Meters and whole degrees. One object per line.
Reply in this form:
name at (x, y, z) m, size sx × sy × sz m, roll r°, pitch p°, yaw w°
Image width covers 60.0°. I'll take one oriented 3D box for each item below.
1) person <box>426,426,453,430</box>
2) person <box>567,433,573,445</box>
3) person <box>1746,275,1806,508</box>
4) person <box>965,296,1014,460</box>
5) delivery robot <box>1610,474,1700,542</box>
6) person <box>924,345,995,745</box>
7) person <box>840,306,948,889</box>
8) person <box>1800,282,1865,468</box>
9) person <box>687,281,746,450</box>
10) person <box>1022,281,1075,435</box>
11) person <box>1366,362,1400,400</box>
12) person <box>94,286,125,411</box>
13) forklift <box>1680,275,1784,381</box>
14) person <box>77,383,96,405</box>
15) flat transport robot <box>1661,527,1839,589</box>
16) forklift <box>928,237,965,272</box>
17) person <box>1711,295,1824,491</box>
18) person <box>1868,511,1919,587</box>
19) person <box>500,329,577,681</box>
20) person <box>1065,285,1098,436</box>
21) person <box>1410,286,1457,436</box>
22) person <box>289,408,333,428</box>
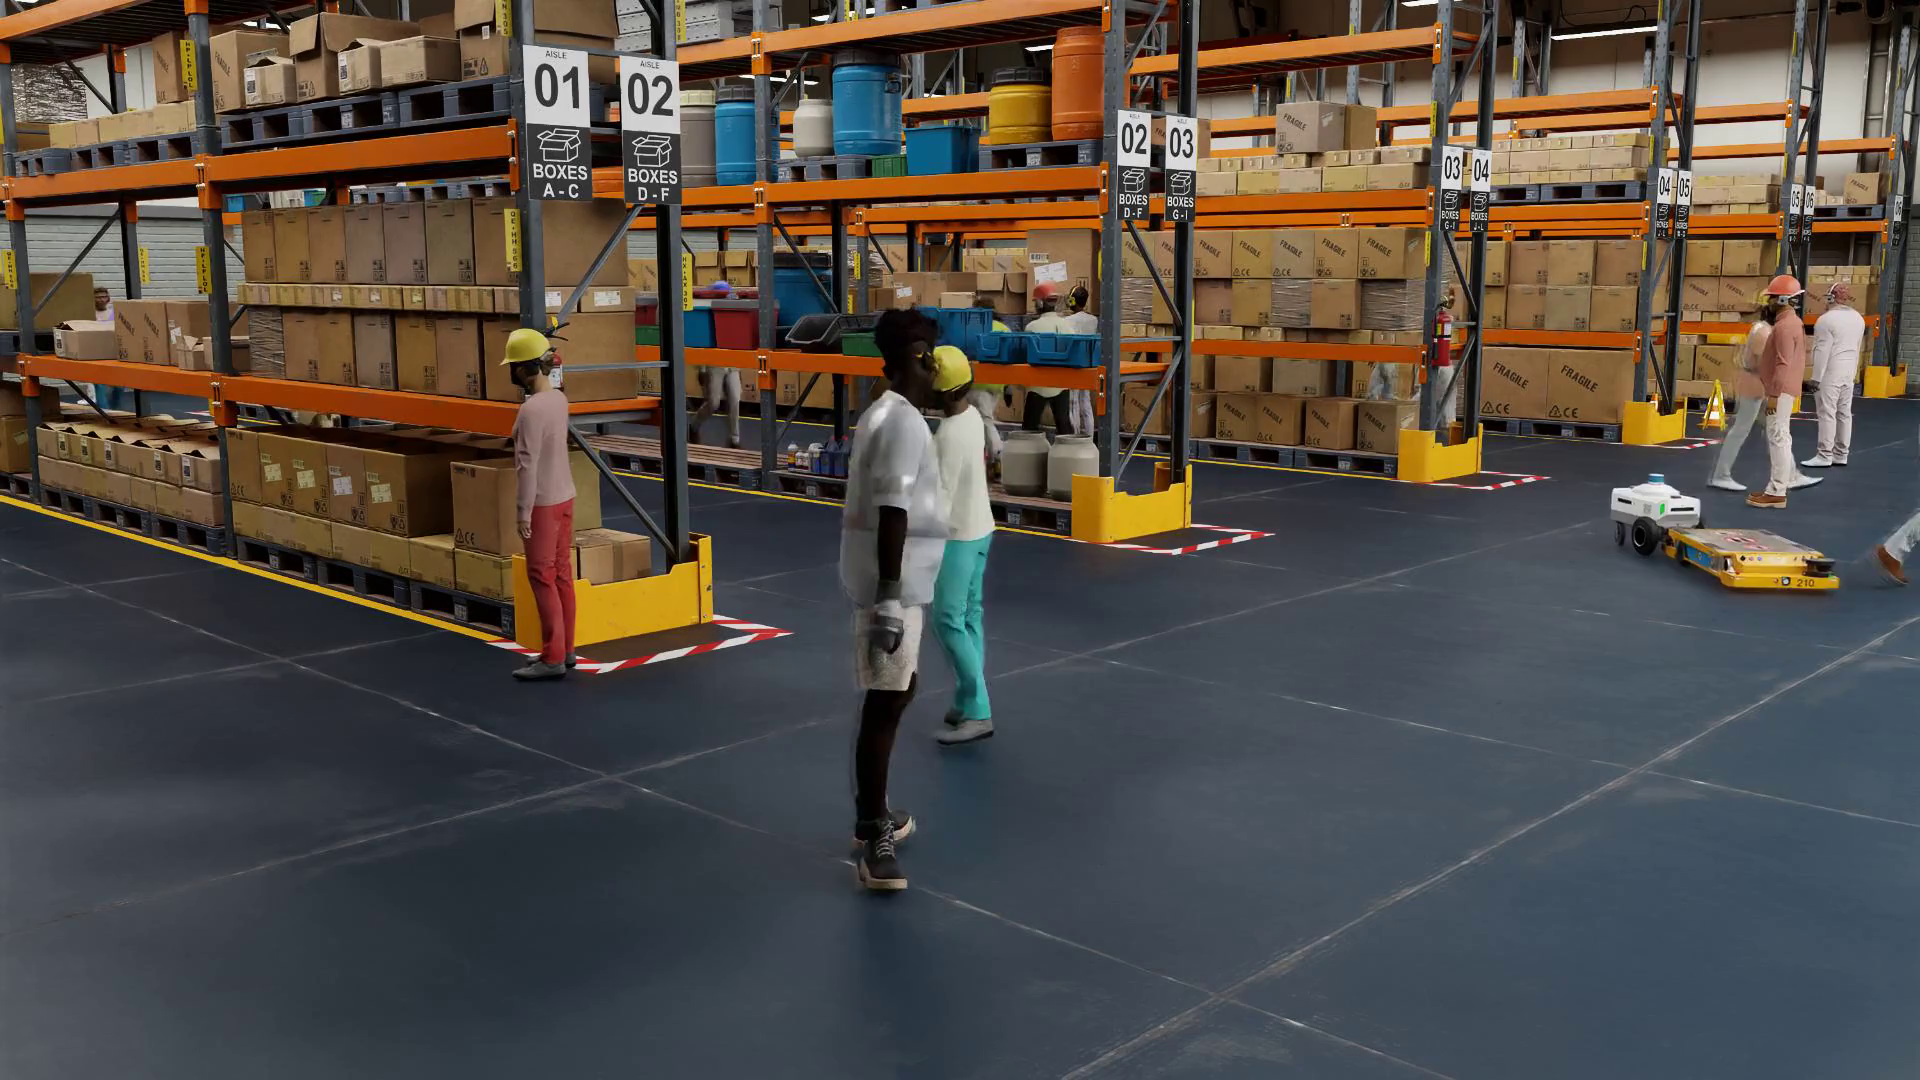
person at (-4.722, -1.274, 15.262) m, size 0.565 × 1.677 × 0.552 m, roll 9°, pitch 13°, yaw 44°
person at (-3.760, -1.389, 15.366) m, size 0.557 × 1.883 × 0.821 m, roll -6°, pitch 11°, yaw -34°
person at (7.090, -1.287, 14.414) m, size 0.382 × 1.995 × 0.612 m, roll 5°, pitch 11°, yaw 30°
person at (0.252, -1.475, 16.203) m, size 0.620 × 1.801 × 0.956 m, roll -8°, pitch 12°, yaw -39°
delivery robot at (5.123, -0.245, 12.272) m, size 0.477 × 0.478 × 0.707 m, roll -2°, pitch 9°, yaw -9°
person at (0.006, 0.018, 7.256) m, size 0.354 × 1.726 × 0.629 m, roll 3°, pitch 10°, yaw 16°
person at (-0.220, 0.180, 5.670) m, size 0.370 × 1.929 × 0.759 m, roll -1°, pitch 9°, yaw -7°
person at (9.037, -1.707, 17.259) m, size 0.642 × 1.908 × 0.399 m, roll -5°, pitch 10°, yaw -27°
person at (-2.706, -1.916, 18.499) m, size 0.752 × 1.928 × 0.618 m, roll 9°, pitch 13°, yaw 43°
person at (0.825, -1.437, 15.517) m, size 0.647 × 1.938 × 1.046 m, roll -7°, pitch 12°, yaw -37°
person at (5.215, -2.084, 20.162) m, size 0.742 × 1.709 × 0.482 m, roll 5°, pitch 10°, yaw 26°
person at (-11.025, -2.347, 21.409) m, size 0.576 × 1.828 × 0.449 m, roll -8°, pitch 12°, yaw -39°
forklift at (12.480, -3.427, 27.053) m, size 1.214 × 2.155 × 2.313 m, roll 9°, pitch 13°, yaw 43°
person at (-13.324, -2.878, 25.266) m, size 0.286 × 1.636 × 0.498 m, roll -5°, pitch 10°, yaw -27°
flat transport robot at (5.321, 0.106, 11.272) m, size 0.652 × 0.197 × 1.431 m, roll 1°, pitch 9°, yaw 5°
forklift at (-0.326, -5.817, 39.609) m, size 1.129 × 2.768 × 1.873 m, roll 9°, pitch 13°, yaw 43°
person at (7.430, -1.364, 15.235) m, size 0.956 × 1.871 × 0.587 m, roll 7°, pitch 11°, yaw 36°
person at (6.383, -0.613, 10.585) m, size 0.951 × 1.912 × 0.628 m, roll 4°, pitch 10°, yaw 21°
person at (-2.114, -0.181, 8.369) m, size 0.332 × 1.755 × 0.525 m, roll 1°, pitch 9°, yaw 6°
person at (1.275, -1.828, 18.113) m, size 0.513 × 1.872 × 0.328 m, roll -9°, pitch 13°, yaw -43°
person at (5.887, -2.232, 20.658) m, size 0.851 × 1.855 × 0.577 m, roll 9°, pitch 13°, yaw 44°
person at (-5.798, -1.181, 14.984) m, size 0.798 × 1.594 × 0.492 m, roll 7°, pitch 11°, yaw 36°
